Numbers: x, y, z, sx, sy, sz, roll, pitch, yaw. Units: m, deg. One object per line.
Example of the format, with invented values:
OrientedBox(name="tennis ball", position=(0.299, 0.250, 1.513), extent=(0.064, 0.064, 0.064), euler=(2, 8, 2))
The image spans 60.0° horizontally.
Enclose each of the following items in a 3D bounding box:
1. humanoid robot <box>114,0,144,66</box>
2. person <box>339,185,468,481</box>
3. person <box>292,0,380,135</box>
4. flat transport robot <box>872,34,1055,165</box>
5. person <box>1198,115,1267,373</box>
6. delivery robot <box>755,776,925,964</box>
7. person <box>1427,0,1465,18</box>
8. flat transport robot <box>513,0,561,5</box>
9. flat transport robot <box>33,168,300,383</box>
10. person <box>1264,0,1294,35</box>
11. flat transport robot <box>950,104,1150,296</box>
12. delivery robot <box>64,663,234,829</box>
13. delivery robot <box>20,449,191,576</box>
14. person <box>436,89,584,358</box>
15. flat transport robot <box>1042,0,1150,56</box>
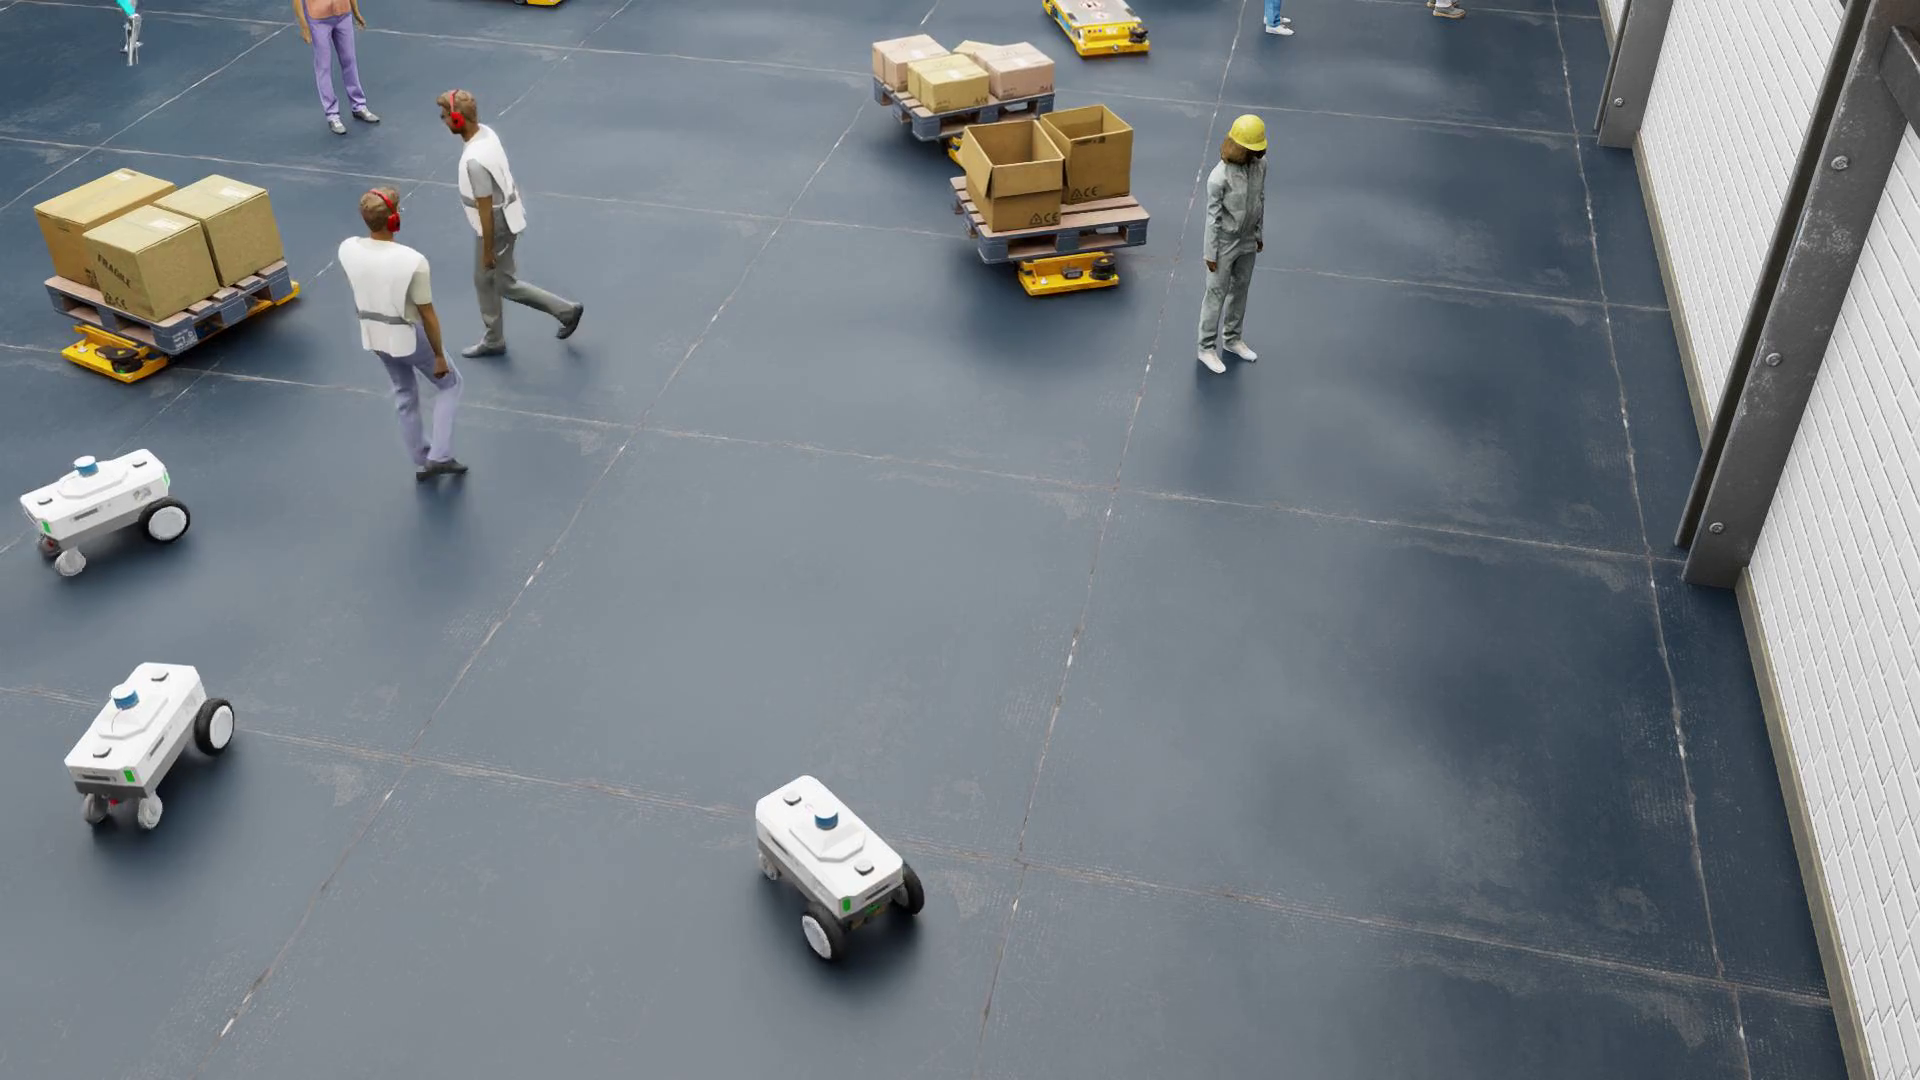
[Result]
OrientedBox(name="humanoid robot", position=(-7.631, -5.155, 14.942), extent=(0.540, 1.835, 0.746), euler=(15, 39, 19))
OrientedBox(name="person", position=(-3.140, -1.131, 9.432), extent=(0.560, 1.831, 0.464), euler=(11, 38, 14))
OrientedBox(name="person", position=(-5.177, -4.294, 13.646), extent=(0.397, 1.846, 0.563), euler=(29, 45, 33))
OrientedBox(name="flat transport robot", position=(0.027, -3.509, 13.914), extent=(0.659, 0.231, 1.431), euler=(-16, 40, -20))
OrientedBox(name="person", position=(1.738, -1.867, 10.497), extent=(0.486, 1.728, 0.320), euler=(-27, 45, -32))
OrientedBox(name="delivery robot", position=(-0.560, 1.359, 7.141), extent=(0.499, 0.570, 0.750), euler=(-27, 44, -31))
OrientedBox(name="person", position=(4.768, -5.969, 15.860), extent=(0.356, 1.882, 0.573), euler=(2, 37, 2))
OrientedBox(name="flat transport robot", position=(-4.583, -5.640, 16.766), extent=(1.431, 0.231, 0.659), euler=(10, 38, 14))
OrientedBox(name="flat transport robot", position=(-5.263, -1.525, 11.259), extent=(0.659, 0.231, 1.431), euler=(19, 41, 24))
OrientedBox(name="person", position=(3.025, -5.626, 15.528), extent=(0.366, 1.729, 0.485), euler=(4, 37, 5))
OrientedBox(name="flat transport robot", position=(0.619, -2.218, 12.187), extent=(0.659, 0.231, 1.431), euler=(-9, 38, -12))
OrientedBox(name="delivery robot", position=(-3.807, 0.909, 7.761), extent=(0.499, 0.591, 0.768), euler=(4, 37, 5))
OrientedBox(name="delivery robot", position=(-4.760, -0.201, 9.243), extent=(0.784, 0.589, 0.499), euler=(-30, 46, -34))
OrientedBox(name="person", position=(-2.907, -2.001, 10.618), extent=(0.777, 1.804, 0.578), euler=(-9, 38, -12))
OrientedBox(name="flat transport robot", position=(1.284, -4.975, 15.876), extent=(0.659, 0.231, 1.431), euler=(-8, 37, -10))
